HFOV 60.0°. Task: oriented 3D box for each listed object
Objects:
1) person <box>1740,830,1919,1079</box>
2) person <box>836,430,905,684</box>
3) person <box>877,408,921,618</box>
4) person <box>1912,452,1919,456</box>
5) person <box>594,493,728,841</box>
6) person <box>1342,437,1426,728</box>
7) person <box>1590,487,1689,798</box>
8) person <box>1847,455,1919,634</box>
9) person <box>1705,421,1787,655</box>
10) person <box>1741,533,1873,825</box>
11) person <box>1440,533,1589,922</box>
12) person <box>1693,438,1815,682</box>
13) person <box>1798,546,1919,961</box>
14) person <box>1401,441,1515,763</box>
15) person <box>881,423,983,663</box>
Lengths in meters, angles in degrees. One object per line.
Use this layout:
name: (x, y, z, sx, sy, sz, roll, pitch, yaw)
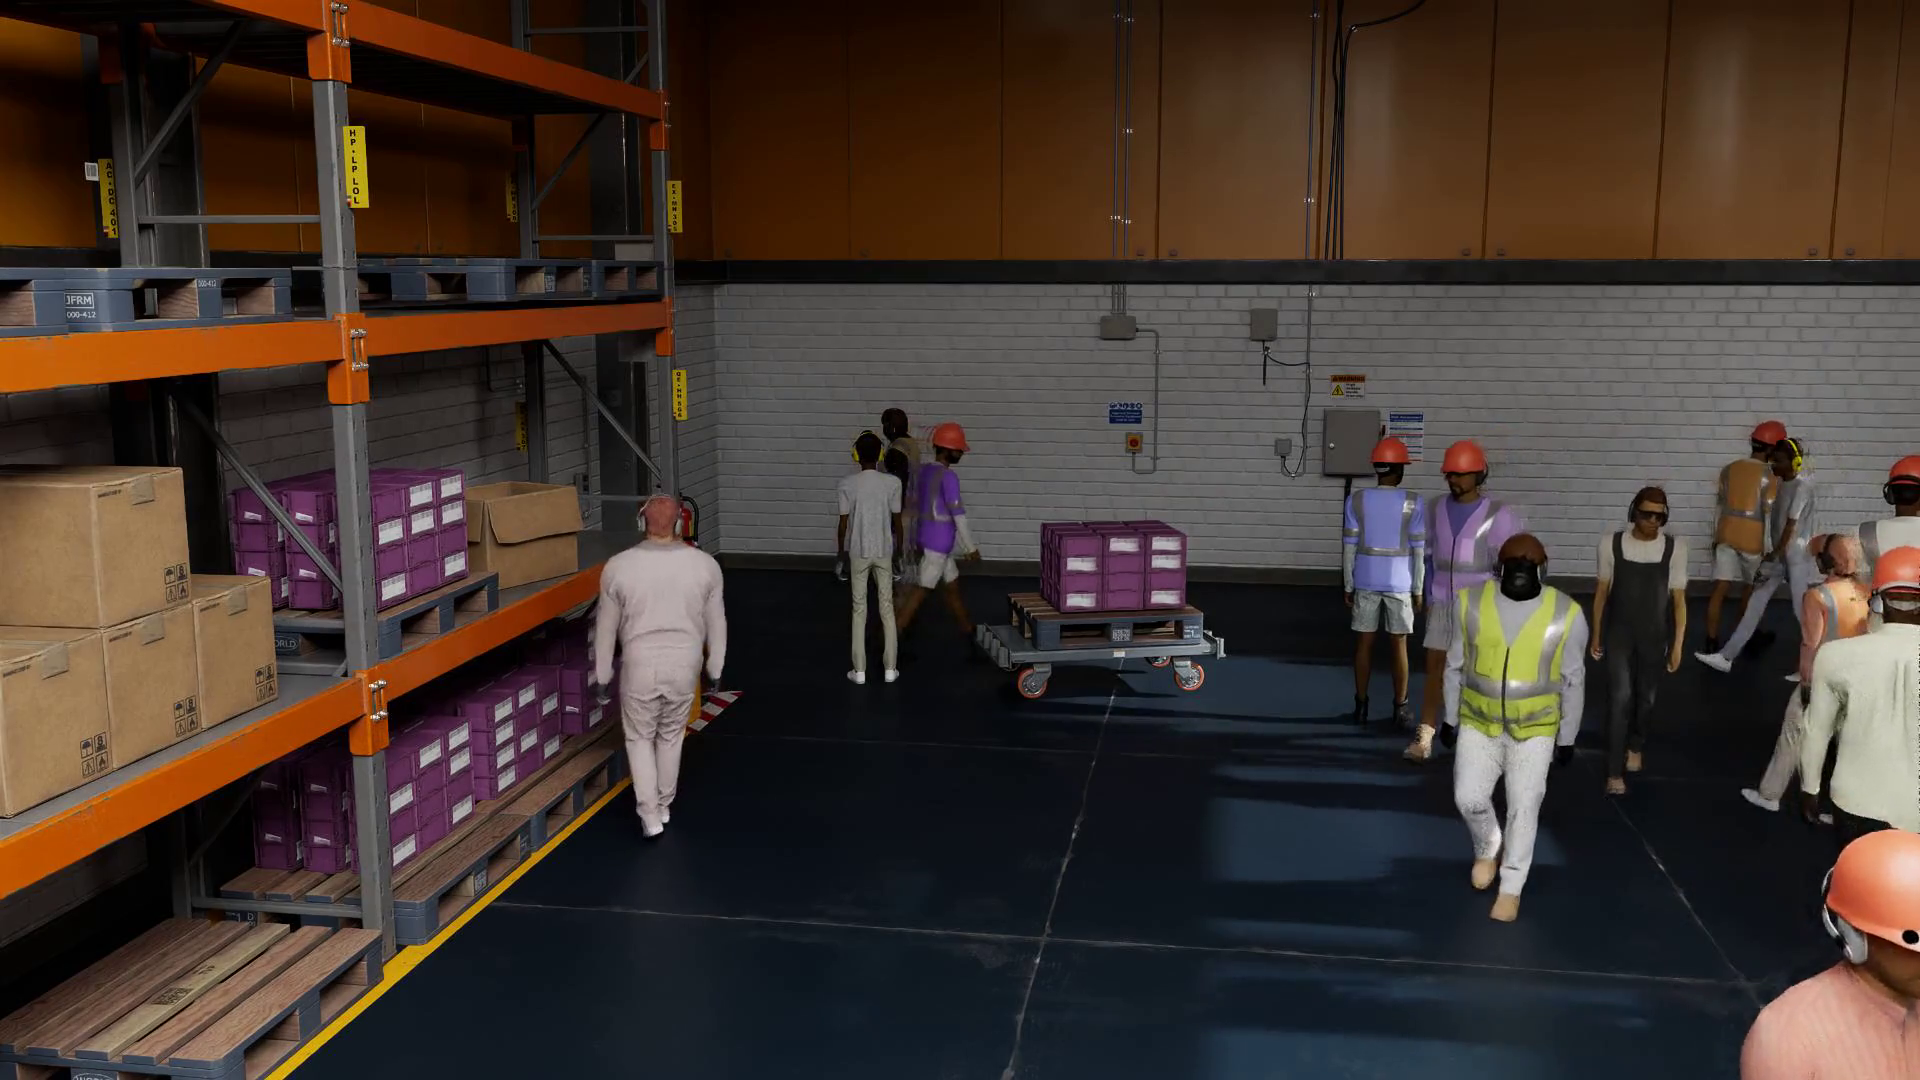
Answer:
person: (1.837, 1.513, 3.514, 0.620, 1.938, 1.058, -3, 10, -20)
person: (-0.659, 0.126, 12.231, 0.515, 1.876, 0.324, -2, 9, -10)
person: (-0.552, -0.238, 14.589, 0.429, 1.838, 0.634, 1, 9, 8)
person: (6.940, 0.227, 11.992, 0.449, 1.731, 0.568, -1, 9, -4)
person: (-1.604, 0.670, 8.900, 0.708, 1.864, 0.662, -3, 10, -19)
person: (2.820, 0.283, 11.078, 0.547, 1.934, 0.376, 4, 10, 21)
person: (3.986, 0.569, 9.783, 0.509, 1.786, 1.002, 3, 10, 19)
person: (5.142, 0.554, 9.104, 0.605, 2.034, 0.392, 5, 10, 28)
person: (6.126, 0.009, 12.969, 0.943, 1.869, 0.633, -6, 11, -35)
person: (4.708, 0.757, 9.142, 0.532, 1.614, 0.664, -3, 10, -19)
person: (2.585, 0.864, 7.809, 0.650, 1.830, 0.444, 5, 10, 27)
person: (5.982, 0.158, 12.246, 0.955, 1.814, 0.482, 1, 9, 5)
person: (3.639, 1.000, 6.524, 0.640, 1.966, 0.734, 5, 10, 27)
person: (3.154, 0.368, 10.401, 0.627, 1.992, 1.041, 9, 13, 43)
person: (-0.154, 0.026, 12.913, 1.071, 1.871, 0.545, -3, 10, -20)
